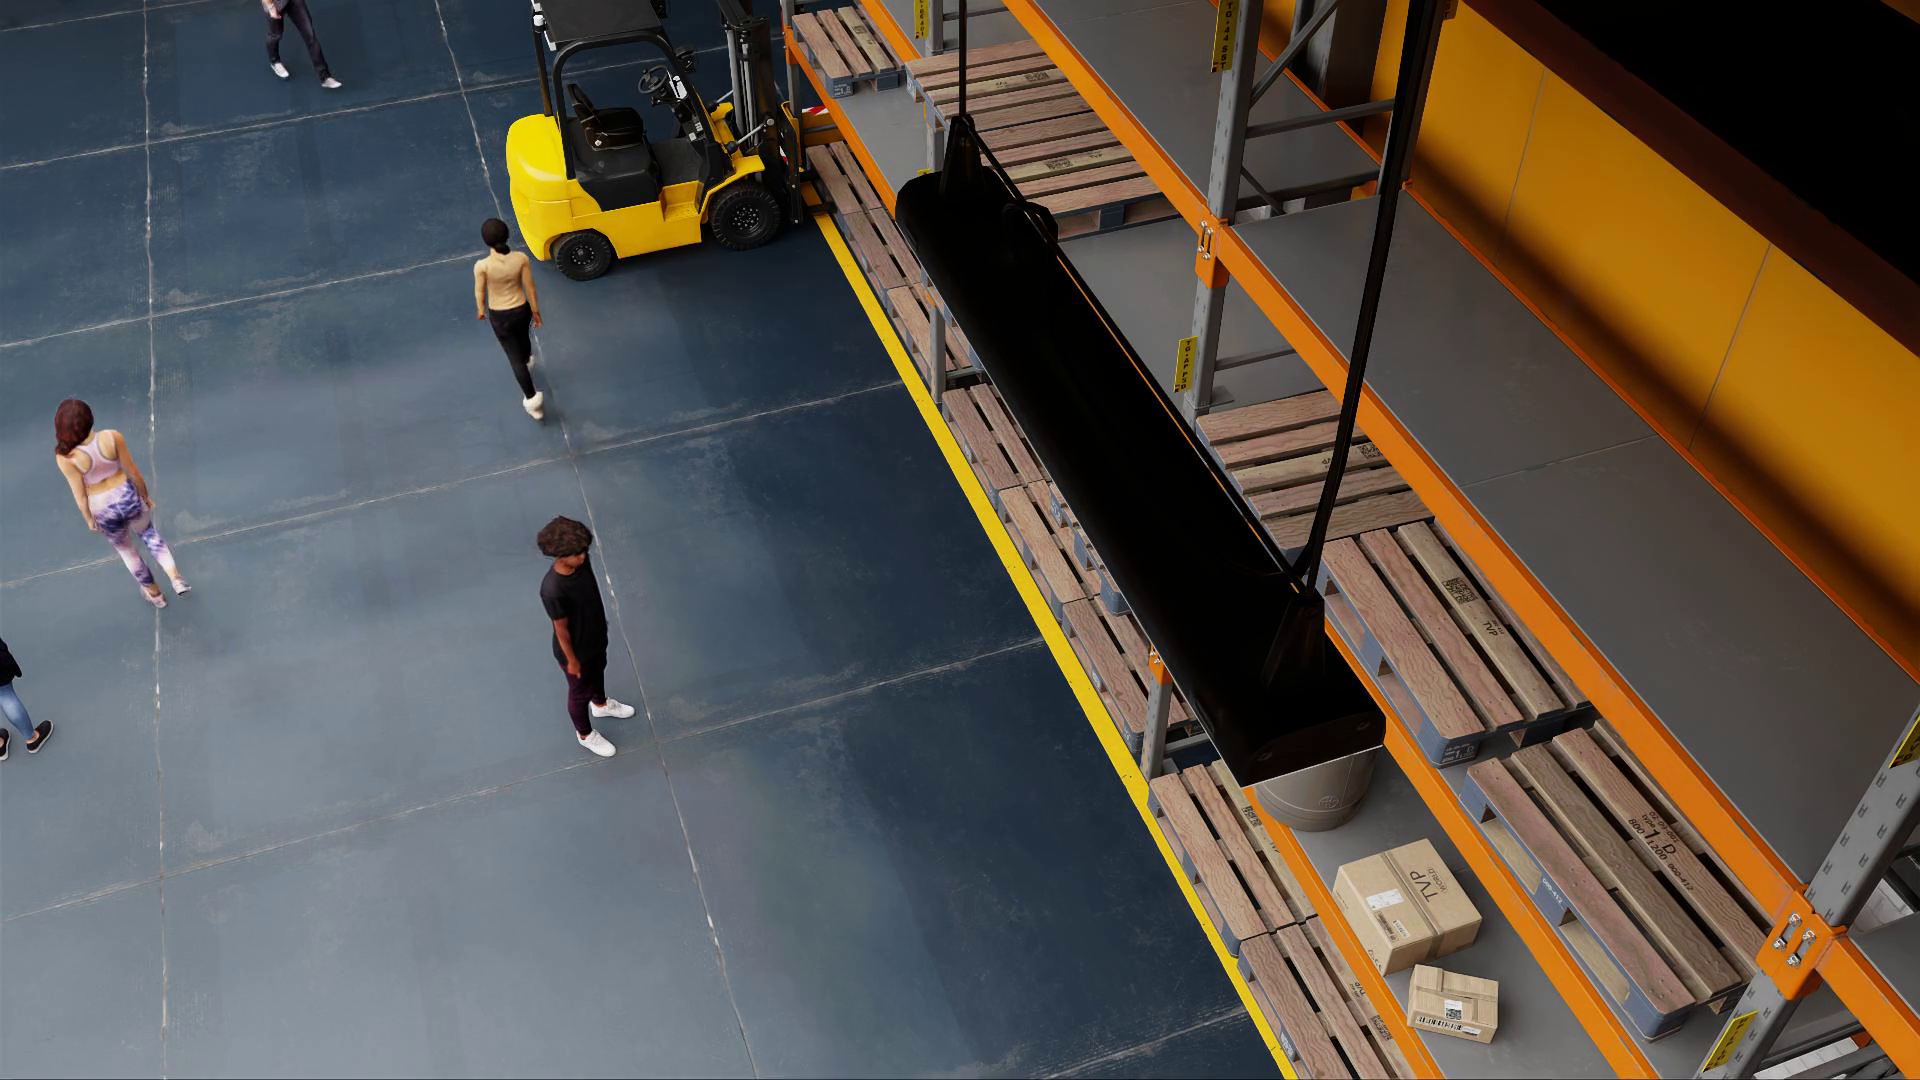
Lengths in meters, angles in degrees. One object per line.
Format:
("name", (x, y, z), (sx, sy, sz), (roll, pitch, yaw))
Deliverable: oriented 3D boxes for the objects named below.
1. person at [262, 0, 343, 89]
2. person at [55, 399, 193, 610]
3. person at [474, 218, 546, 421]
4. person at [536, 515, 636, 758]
("person", (-6.720, -5.323, 16.297), (1.297, 1.804, 1.094), (29, 51, 27))
("person", (-5.498, -0.173, 10.925), (0.829, 1.758, 0.743), (32, 52, 29))
("person", (-3.378, -1.651, 12.577), (0.745, 1.620, 1.151), (-23, 48, -22))
("person", (-2.318, 0.562, 10.137), (0.782, 1.780, 0.687), (9, 44, 10))
